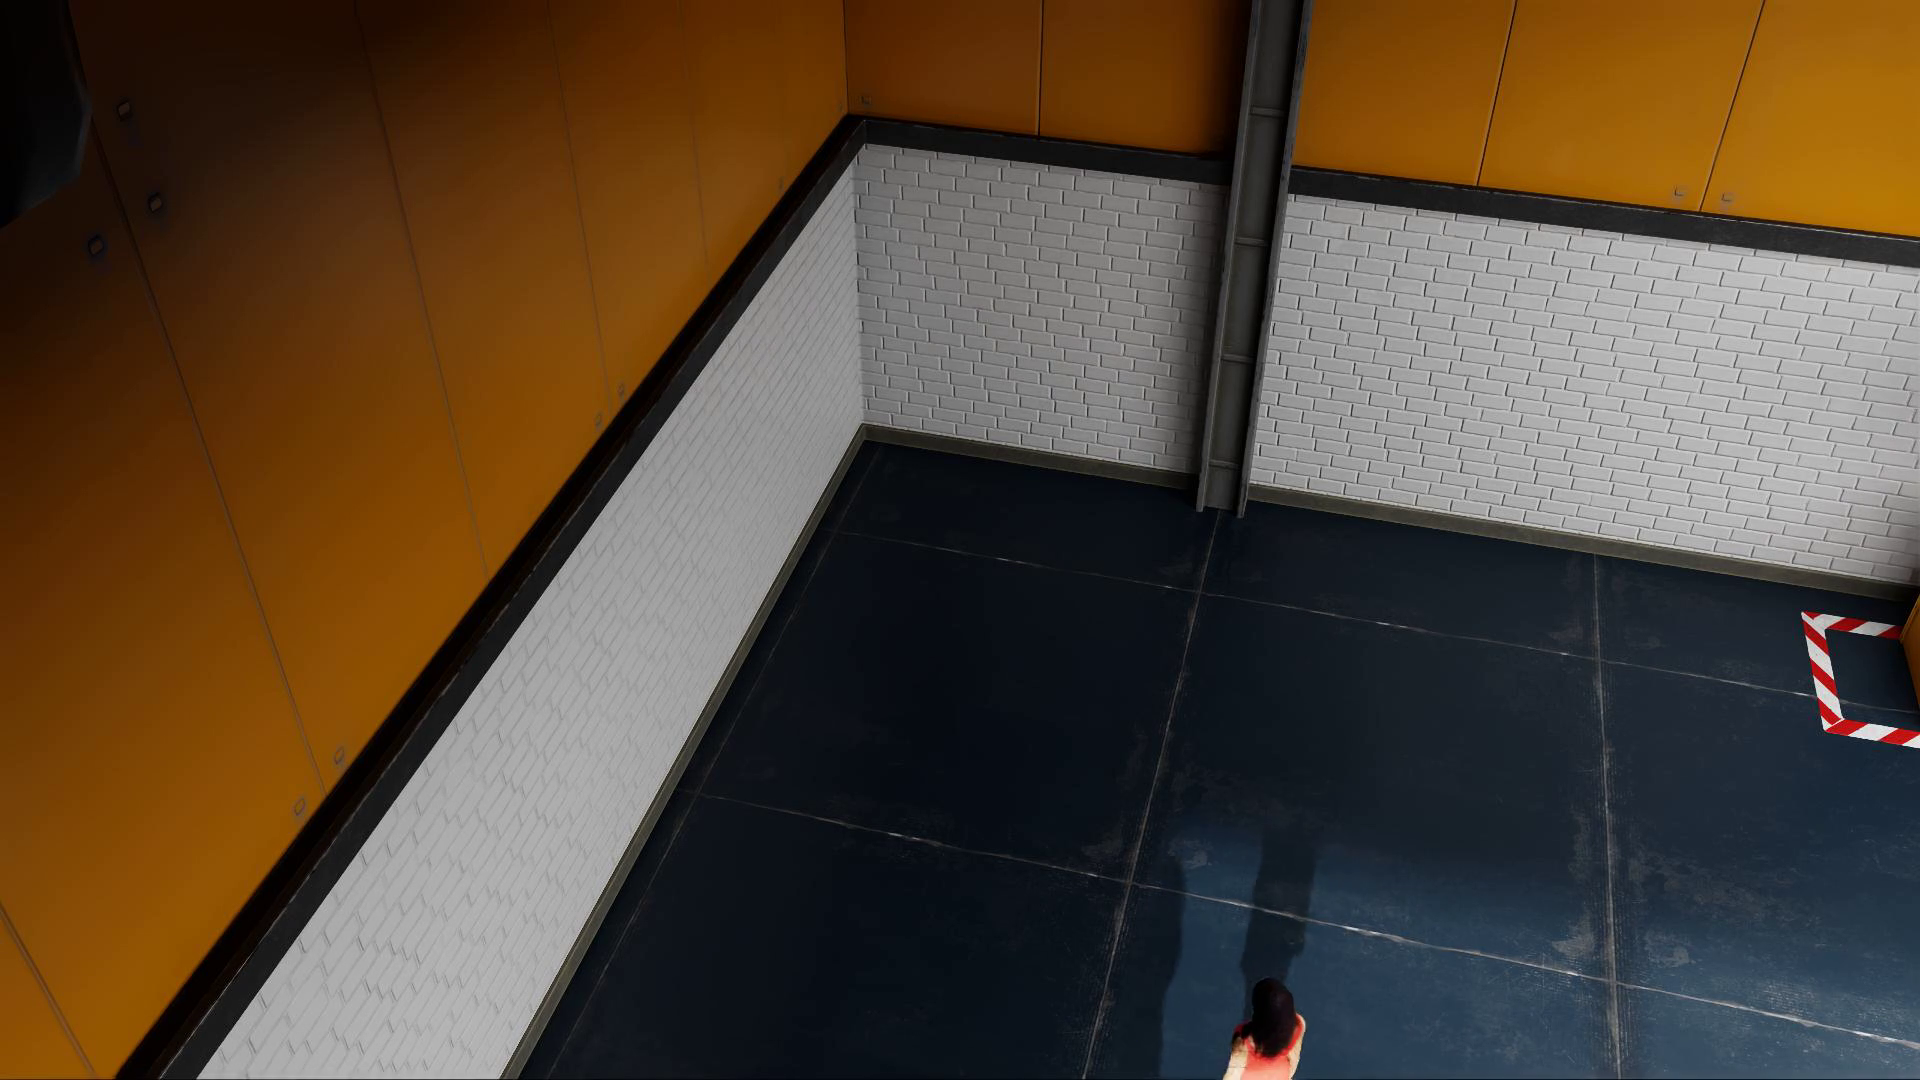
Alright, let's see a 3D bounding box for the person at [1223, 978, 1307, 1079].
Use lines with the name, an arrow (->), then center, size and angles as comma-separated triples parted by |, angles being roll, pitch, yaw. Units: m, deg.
person -> 1.572, 2.877, 8.561 | 0.827, 1.712, 0.875 | -15, 41, -18
